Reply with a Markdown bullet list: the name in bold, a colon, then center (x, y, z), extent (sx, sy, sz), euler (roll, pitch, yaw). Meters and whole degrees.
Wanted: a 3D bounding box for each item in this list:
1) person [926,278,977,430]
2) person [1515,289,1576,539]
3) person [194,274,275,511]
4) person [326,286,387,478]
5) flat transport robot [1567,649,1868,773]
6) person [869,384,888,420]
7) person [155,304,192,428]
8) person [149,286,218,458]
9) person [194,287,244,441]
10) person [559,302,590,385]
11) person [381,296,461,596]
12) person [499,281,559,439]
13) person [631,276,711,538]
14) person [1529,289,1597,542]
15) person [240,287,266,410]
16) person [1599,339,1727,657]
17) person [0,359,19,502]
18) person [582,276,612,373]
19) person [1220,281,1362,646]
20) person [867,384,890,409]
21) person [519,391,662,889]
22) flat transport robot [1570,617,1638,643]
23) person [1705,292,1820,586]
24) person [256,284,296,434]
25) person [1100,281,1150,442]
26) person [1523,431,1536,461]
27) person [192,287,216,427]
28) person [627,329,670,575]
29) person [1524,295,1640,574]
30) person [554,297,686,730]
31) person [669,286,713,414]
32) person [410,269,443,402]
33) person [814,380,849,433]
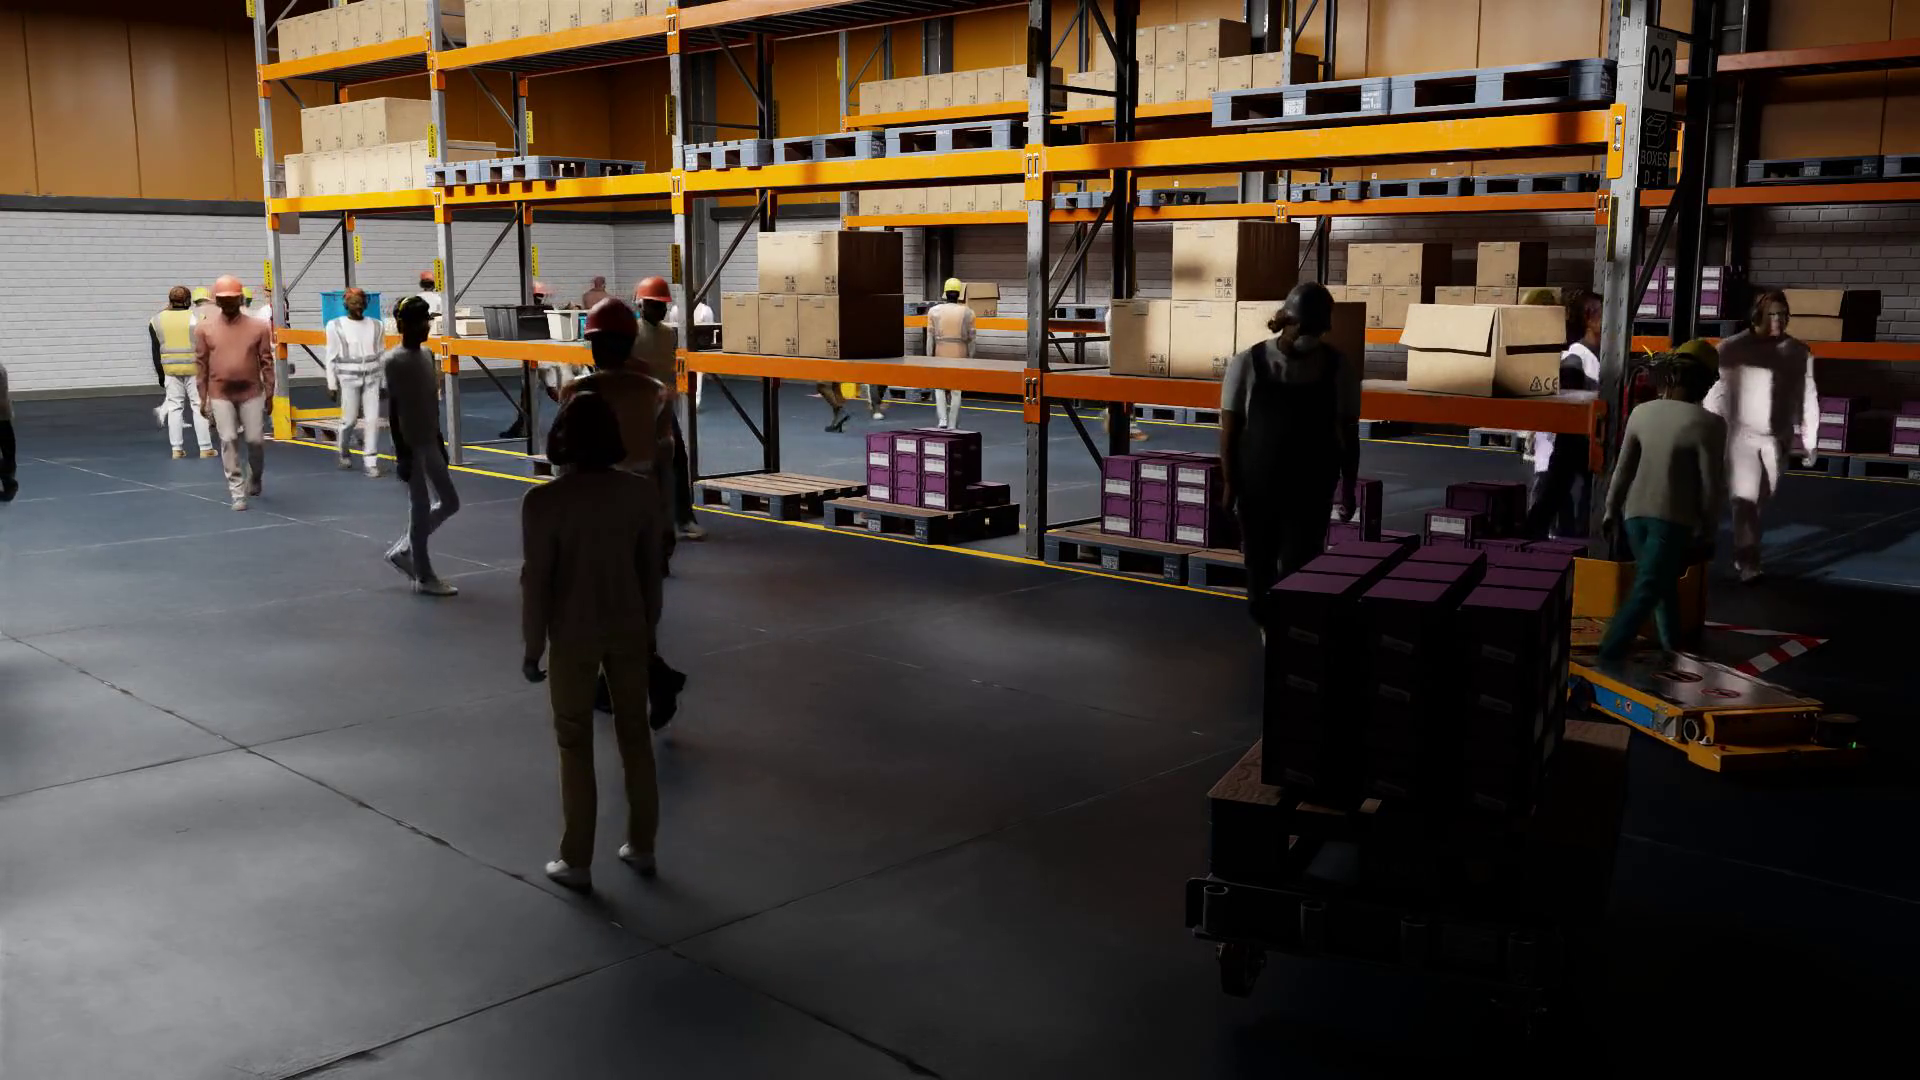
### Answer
- **person**: center (-0.104, -2.237, 20.316), extent (0.630, 1.904, 0.588), euler (0, 9, -2)
- **person**: center (4.155, -0.813, 11.677), extent (0.677, 1.876, 0.578), euler (-7, 12, -38)
- **person**: center (-6.131, -1.250, 14.072), extent (0.619, 1.977, 0.589), euler (-4, 10, -23)
- **person**: center (-5.902, -1.549, 16.267), extent (0.578, 1.865, 0.685), euler (-7, 12, -36)
- **flat transport robot**: center (3.191, 0.708, 7.281), extent (0.652, 0.197, 1.431), euler (-2, 9, -10)
- **person**: center (-1.137, -2.545, 22.494), extent (0.551, 1.821, 0.641), euler (-3, 10, -19)
- **person**: center (-9.897, -2.184, 20.881), extent (0.523, 1.609, 0.578), euler (5, 10, 26)
- **person**: center (-8.269, -1.785, 17.765), extent (0.625, 1.844, 0.429), euler (-1, 9, -7)
- **person**: center (-8.790, -2.098, 19.682), extent (0.734, 1.840, 0.941), euler (-1, 9, -3)
- **person**: center (-4.694, -2.124, 20.530), extent (0.633, 1.615, 0.517), euler (5, 10, 26)
- **person**: center (-3.347, -0.573, 10.275), extent (0.428, 1.856, 0.562), euler (2, 10, 15)
- **person**: center (-4.984, -2.136, 19.826), extent (0.994, 1.883, 0.552), euler (0, 9, 3)
- **person**: center (-2.232, -0.949, 12.278), extent (0.877, 1.959, 0.629), euler (8, 12, 39)
- **person**: center (4.203, -0.757, 11.344), extent (0.648, 1.884, 0.680), euler (-7, 11, -35)
- **person**: center (-10.052, -2.670, 23.432), extent (0.531, 1.765, 0.327), euler (-1, 9, -6)
- **person**: center (3.284, -0.095, 7.850), extent (0.909, 1.707, 0.581), euler (-4, 10, -24)
- **person**: center (-5.345, -0.378, 8.813), extent (0.630, 1.942, 0.575), euler (-6, 11, -32)
- **person**: center (-6.712, -3.983, 31.096), extent (0.664, 1.890, 0.424), euler (4, 10, 22)
- **person**: center (1.664, -0.359, 8.412), extent (0.699, 2.000, 0.967), euler (2, 9, 10)
- **person**: center (-1.227, -2.860, 24.087), extent (0.418, 1.932, 0.652), euler (0, 9, 2)
- **person**: center (-1.204, 0.328, 5.469), extent (0.496, 1.629, 0.277), euler (-7, 12, -39)
- **flat transport robot**: center (2.743, 0.552, 8.240), extent (1.431, 0.197, 0.652), euler (-2, 9, -10)
- **person**: center (5.169, -0.634, 10.631), extent (0.662, 1.866, 0.905), euler (0, 9, 1)
- **person**: center (-8.401, -2.209, 20.319), extent (0.587, 1.865, 0.488), euler (7, 12, 38)
- **person**: center (1.951, -2.136, 19.685), extent (0.632, 1.919, 0.831), euler (-8, 12, -41)
- **person**: center (6.148, -1.635, 17.496), extent (0.321, 1.628, 0.508), euler (8, 12, 41)
- **person**: center (-9.687, -2.348, 21.350), extent (0.585, 1.805, 0.848), euler (-6, 11, -34)
- **person**: center (-2.280, -0.629, 10.957), extent (0.848, 1.729, 0.536), euler (3, 10, 18)
- **person**: center (3.956, -0.613, 10.532), extent (0.610, 1.861, 1.023), euler (-9, 13, -43)
- **person**: center (-1.464, -0.111, 7.330), extent (0.558, 1.903, 0.851), euler (-9, 13, -43)
- **person**: center (-3.785, -2.681, 23.411), extent (0.648, 1.801, 0.971), euler (0, 9, -1)
- **person**: center (-8.016, -3.069, 25.112), extent (0.620, 2.025, 0.736), euler (-2, 9, -11)
- **person**: center (-1.541, -2.259, 20.431), extent (0.562, 1.918, 0.465), euler (-8, 12, -41)
